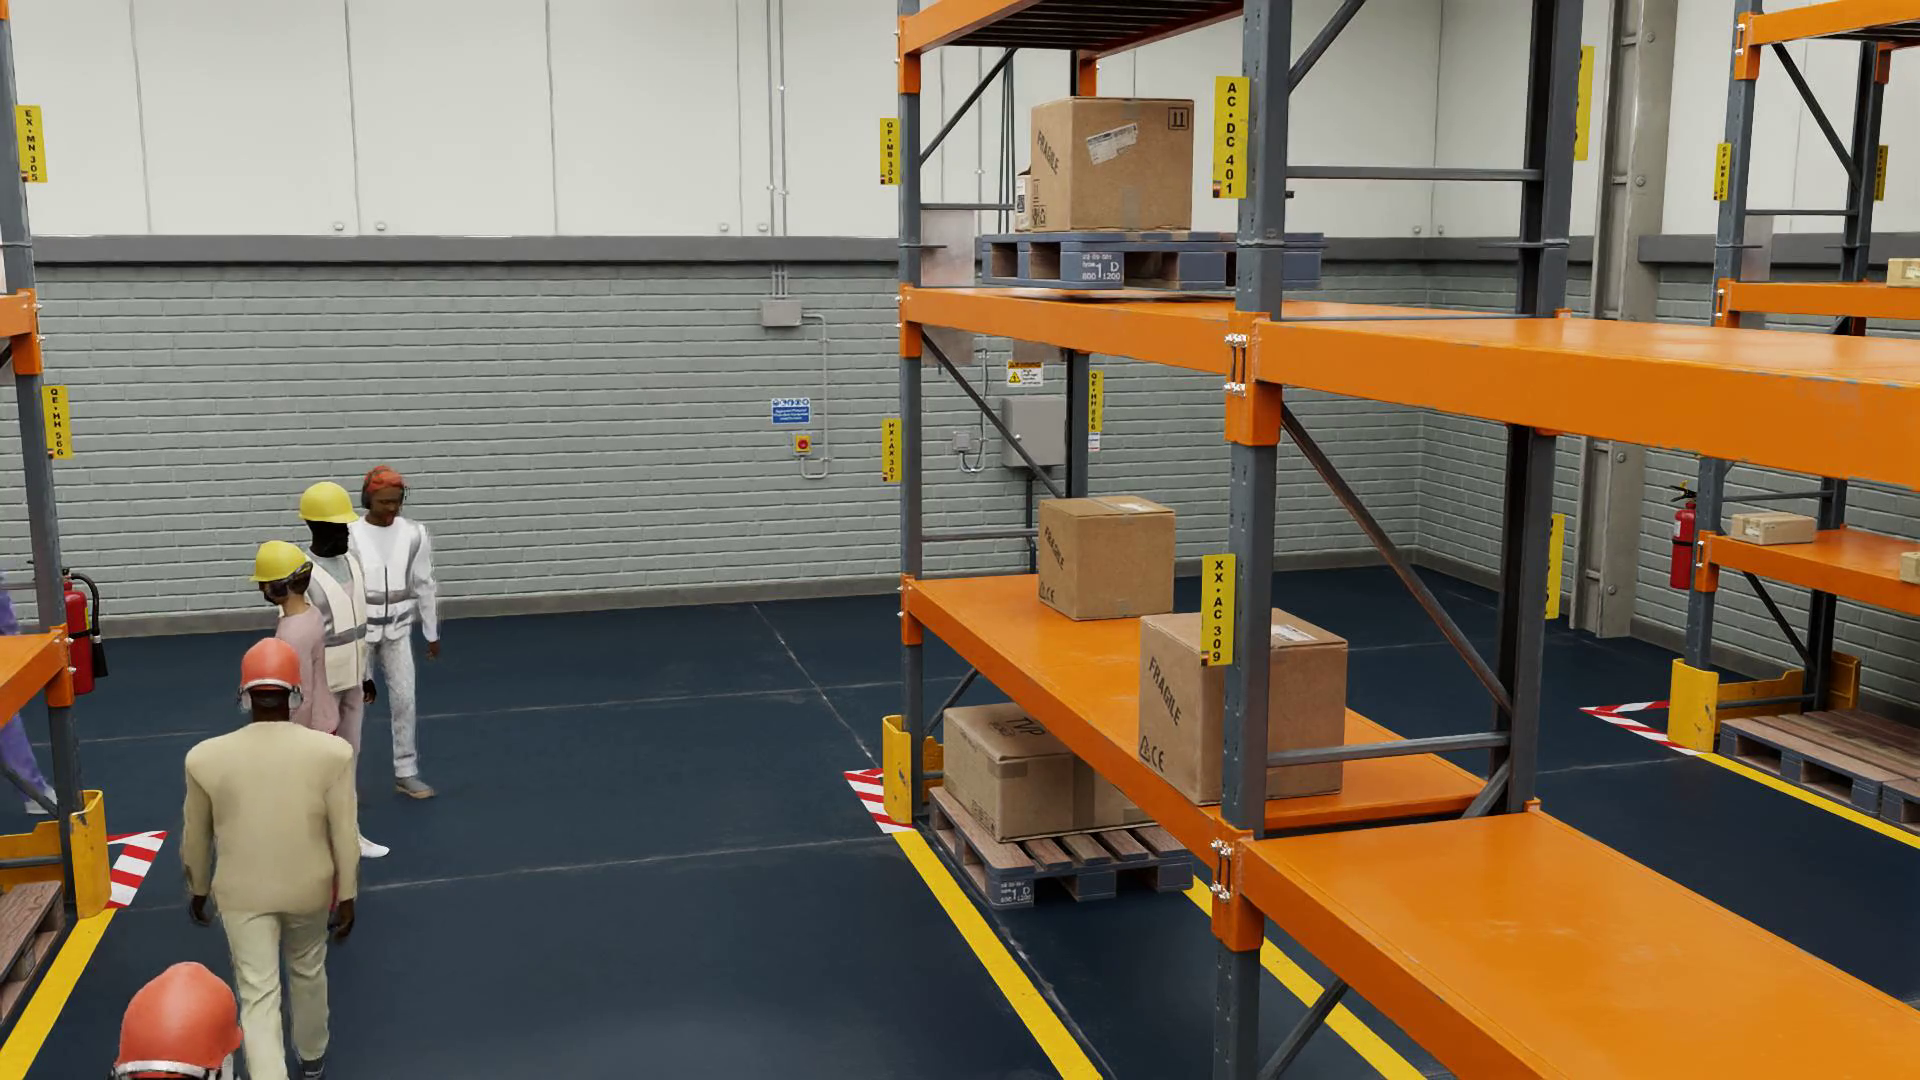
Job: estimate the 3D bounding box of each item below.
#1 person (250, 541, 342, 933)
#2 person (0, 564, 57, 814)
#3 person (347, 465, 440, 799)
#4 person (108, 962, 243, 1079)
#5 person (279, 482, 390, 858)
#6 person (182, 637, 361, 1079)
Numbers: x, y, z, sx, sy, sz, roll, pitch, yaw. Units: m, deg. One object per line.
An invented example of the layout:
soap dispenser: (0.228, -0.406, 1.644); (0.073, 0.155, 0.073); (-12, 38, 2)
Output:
person: (-2.942, 0.870, 7.411); (0.329, 1.763, 0.523); (-2, 10, -14)
person: (-5.144, 0.574, 8.802); (0.934, 1.856, 0.617); (-2, 10, -13)
person: (-3.214, 0.515, 9.112); (0.710, 1.872, 0.504); (-9, 13, -42)
person: (-1.478, 1.637, 3.203); (0.561, 1.701, 0.884); (-3, 10, -17)
person: (-3.033, 0.670, 8.075); (0.374, 1.925, 0.595); (2, 10, 13)
person: (-2.377, 1.188, 5.761); (0.571, 1.708, 0.893); (-4, 11, -22)
